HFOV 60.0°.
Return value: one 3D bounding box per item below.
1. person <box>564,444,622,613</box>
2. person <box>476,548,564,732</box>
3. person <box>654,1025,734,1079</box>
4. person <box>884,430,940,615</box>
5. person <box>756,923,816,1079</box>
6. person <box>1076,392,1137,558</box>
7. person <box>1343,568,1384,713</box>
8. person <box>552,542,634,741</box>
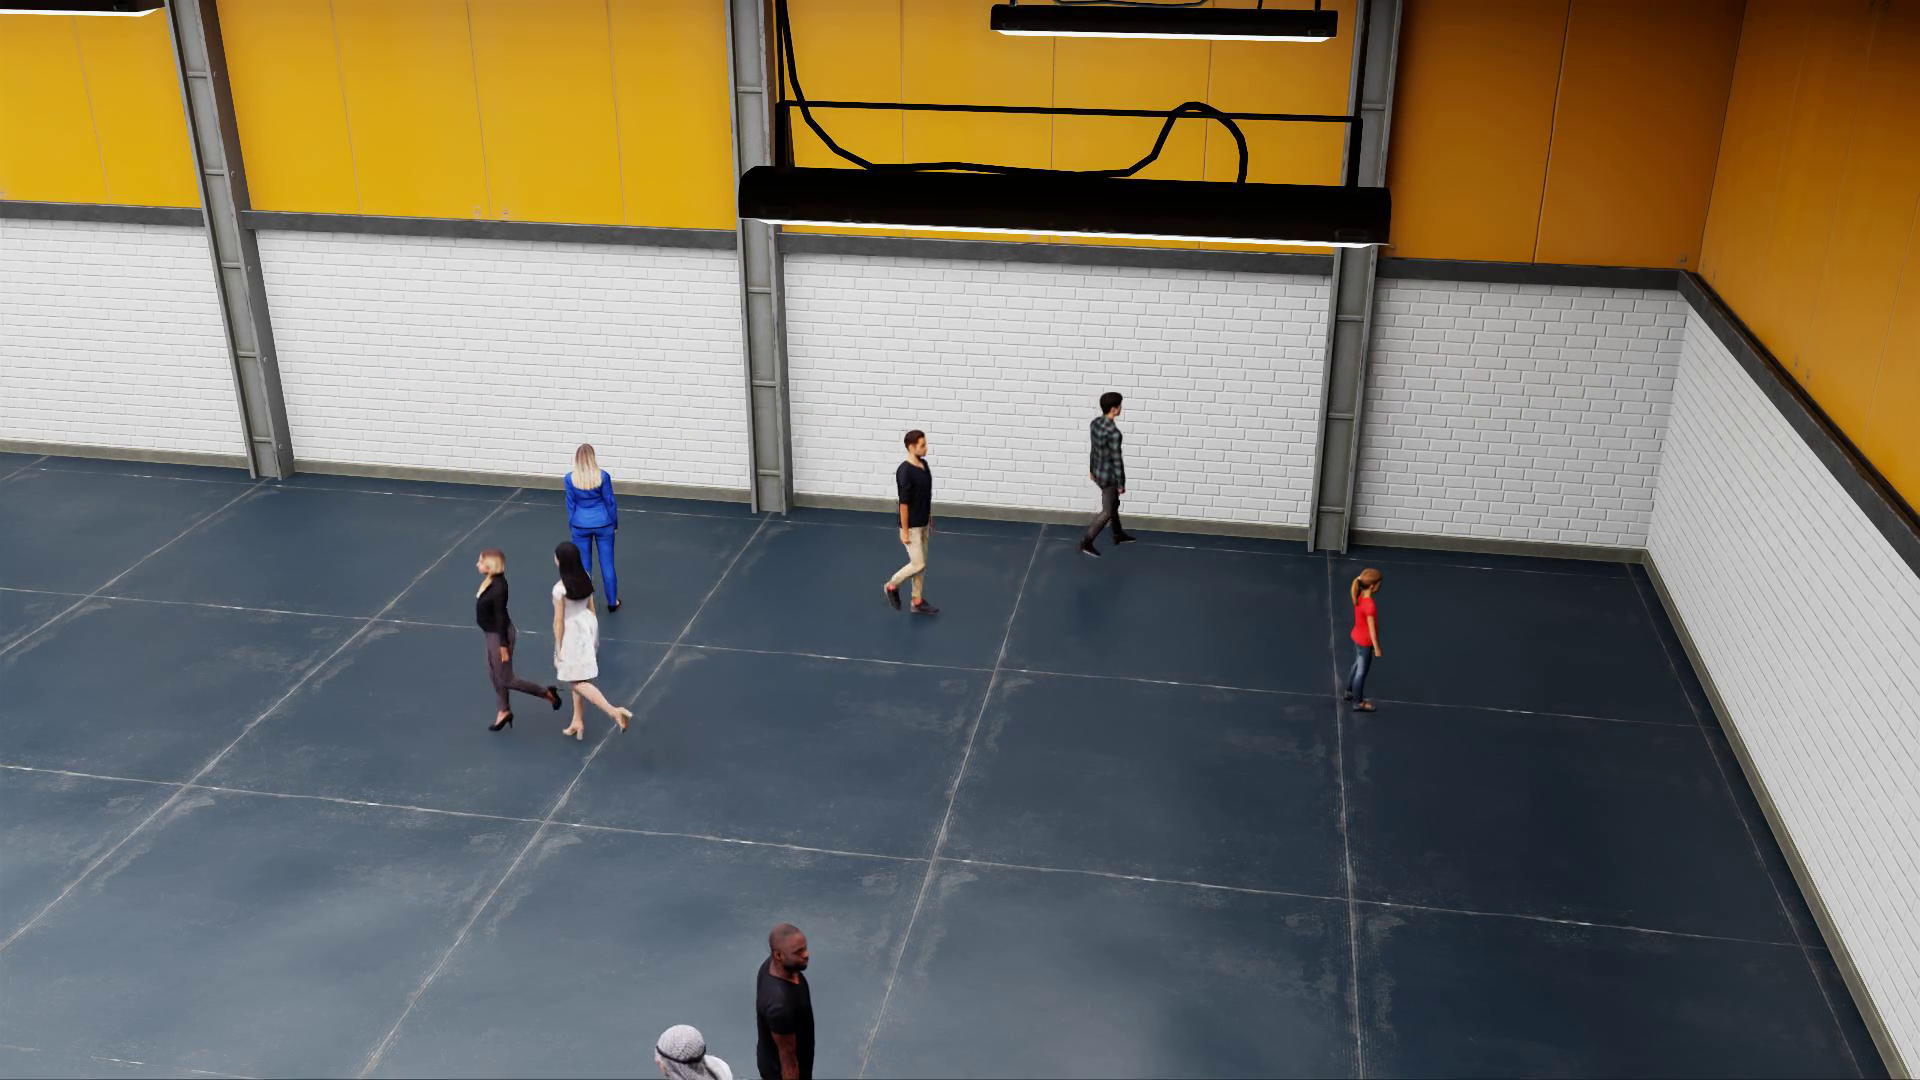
[{"bbox_3d":[-3.464,-0.109,15.690,0.575,1.701,0.732,-2,24,-5],"label":"person"},{"bbox_3d":[-3.661,0.830,13.599,0.969,1.656,0.833,-8,25,-17],"label":"person"},{"bbox_3d":[-1.122,3.147,7.998,0.998,1.897,0.802,-1,24,-2],"label":"person"},{"bbox_3d":[-0.499,-0.164,15.633,0.858,1.849,0.777,11,26,24],"label":"person"},{"bbox_3d":[-0.925,2.815,8.857,0.647,1.818,0.721,-3,24,-6],"label":"person"},{"bbox_3d":[1.417,-0.645,16.475,1.119,1.692,1.006,-9,25,-20],"label":"person"},{"bbox_3d":[3.357,0.842,14.008,0.581,1.307,0.542,0,24,0],"label":"person"},{"bbox_3d":[-3.008,0.876,13.374,1.093,1.752,0.835,13,27,27],"label":"person"}]
